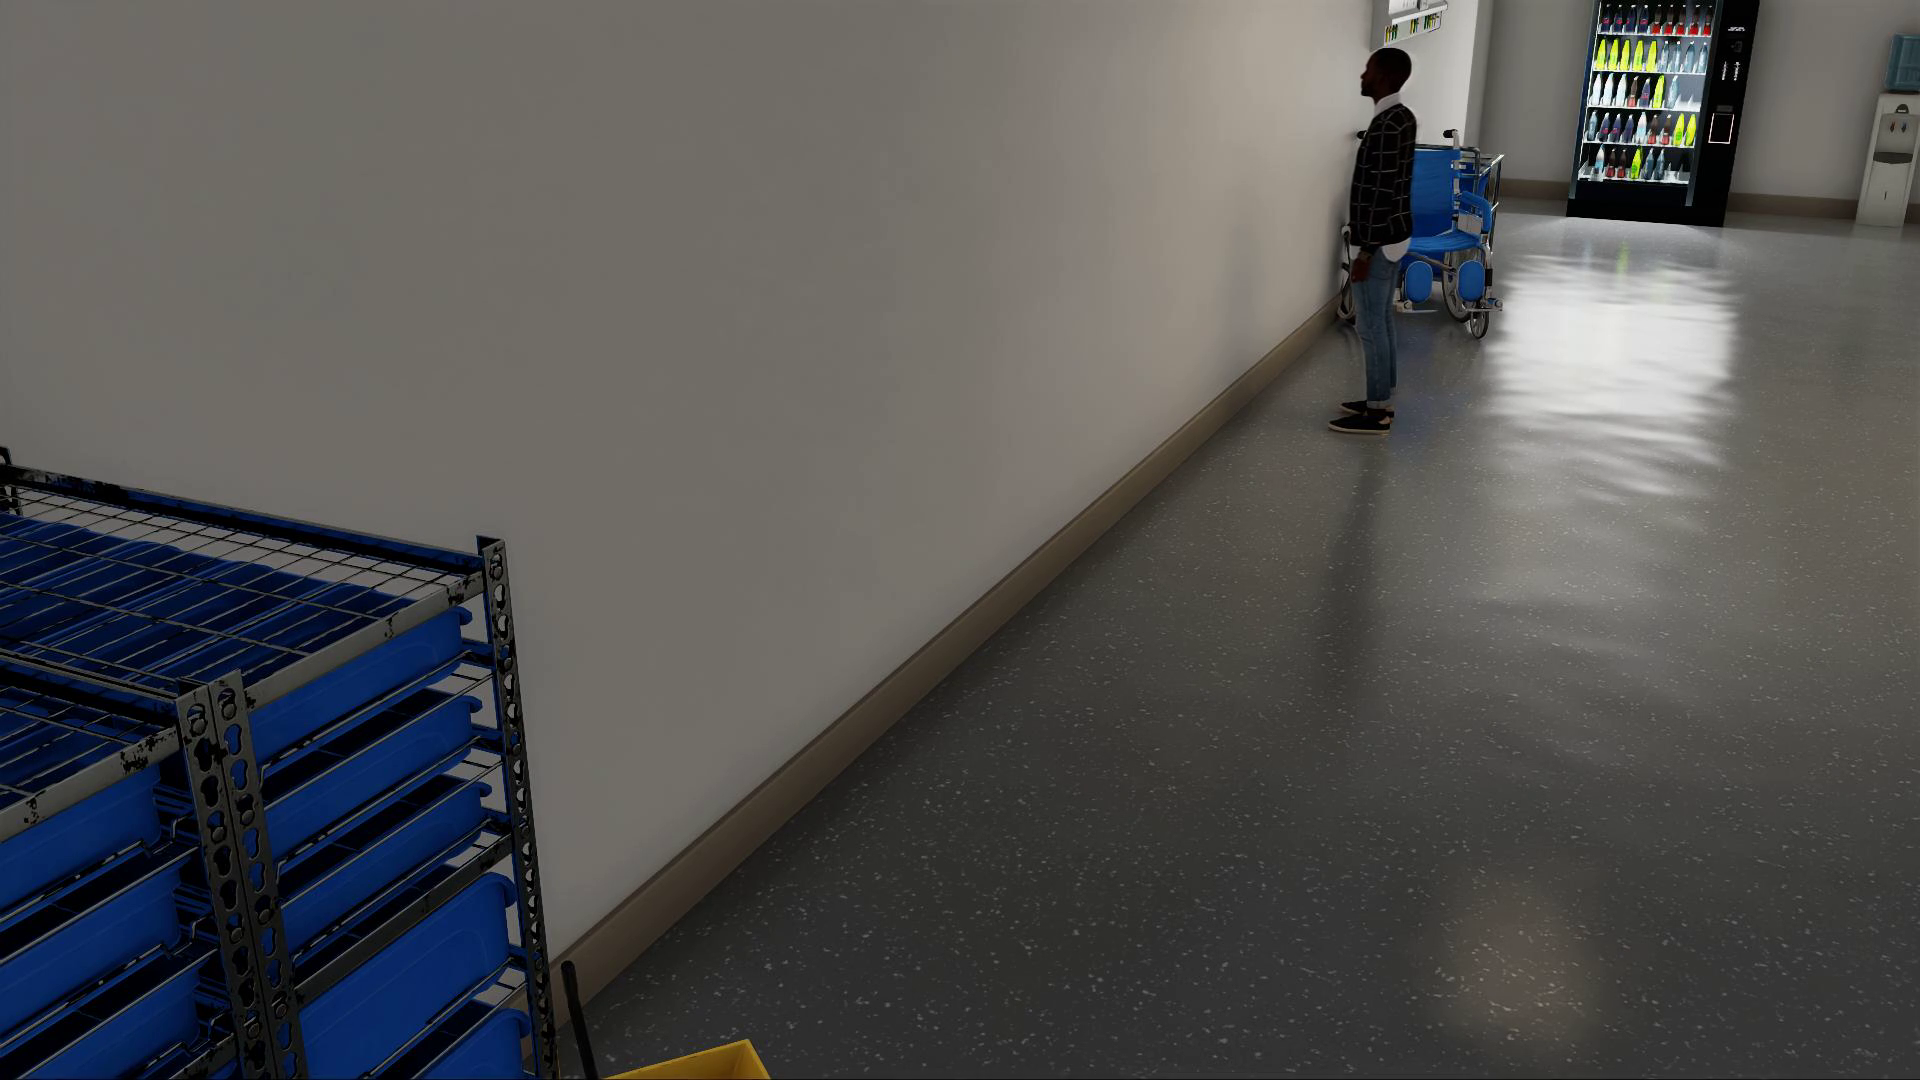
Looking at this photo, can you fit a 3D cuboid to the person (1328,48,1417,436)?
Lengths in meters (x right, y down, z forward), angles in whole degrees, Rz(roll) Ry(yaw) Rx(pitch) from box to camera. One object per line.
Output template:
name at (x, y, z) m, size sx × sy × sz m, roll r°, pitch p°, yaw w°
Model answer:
person at (2.025, -1.427, 8.000) m, size 0.518 × 1.819 × 0.663 m, roll 9°, pitch 23°, yaw 23°
